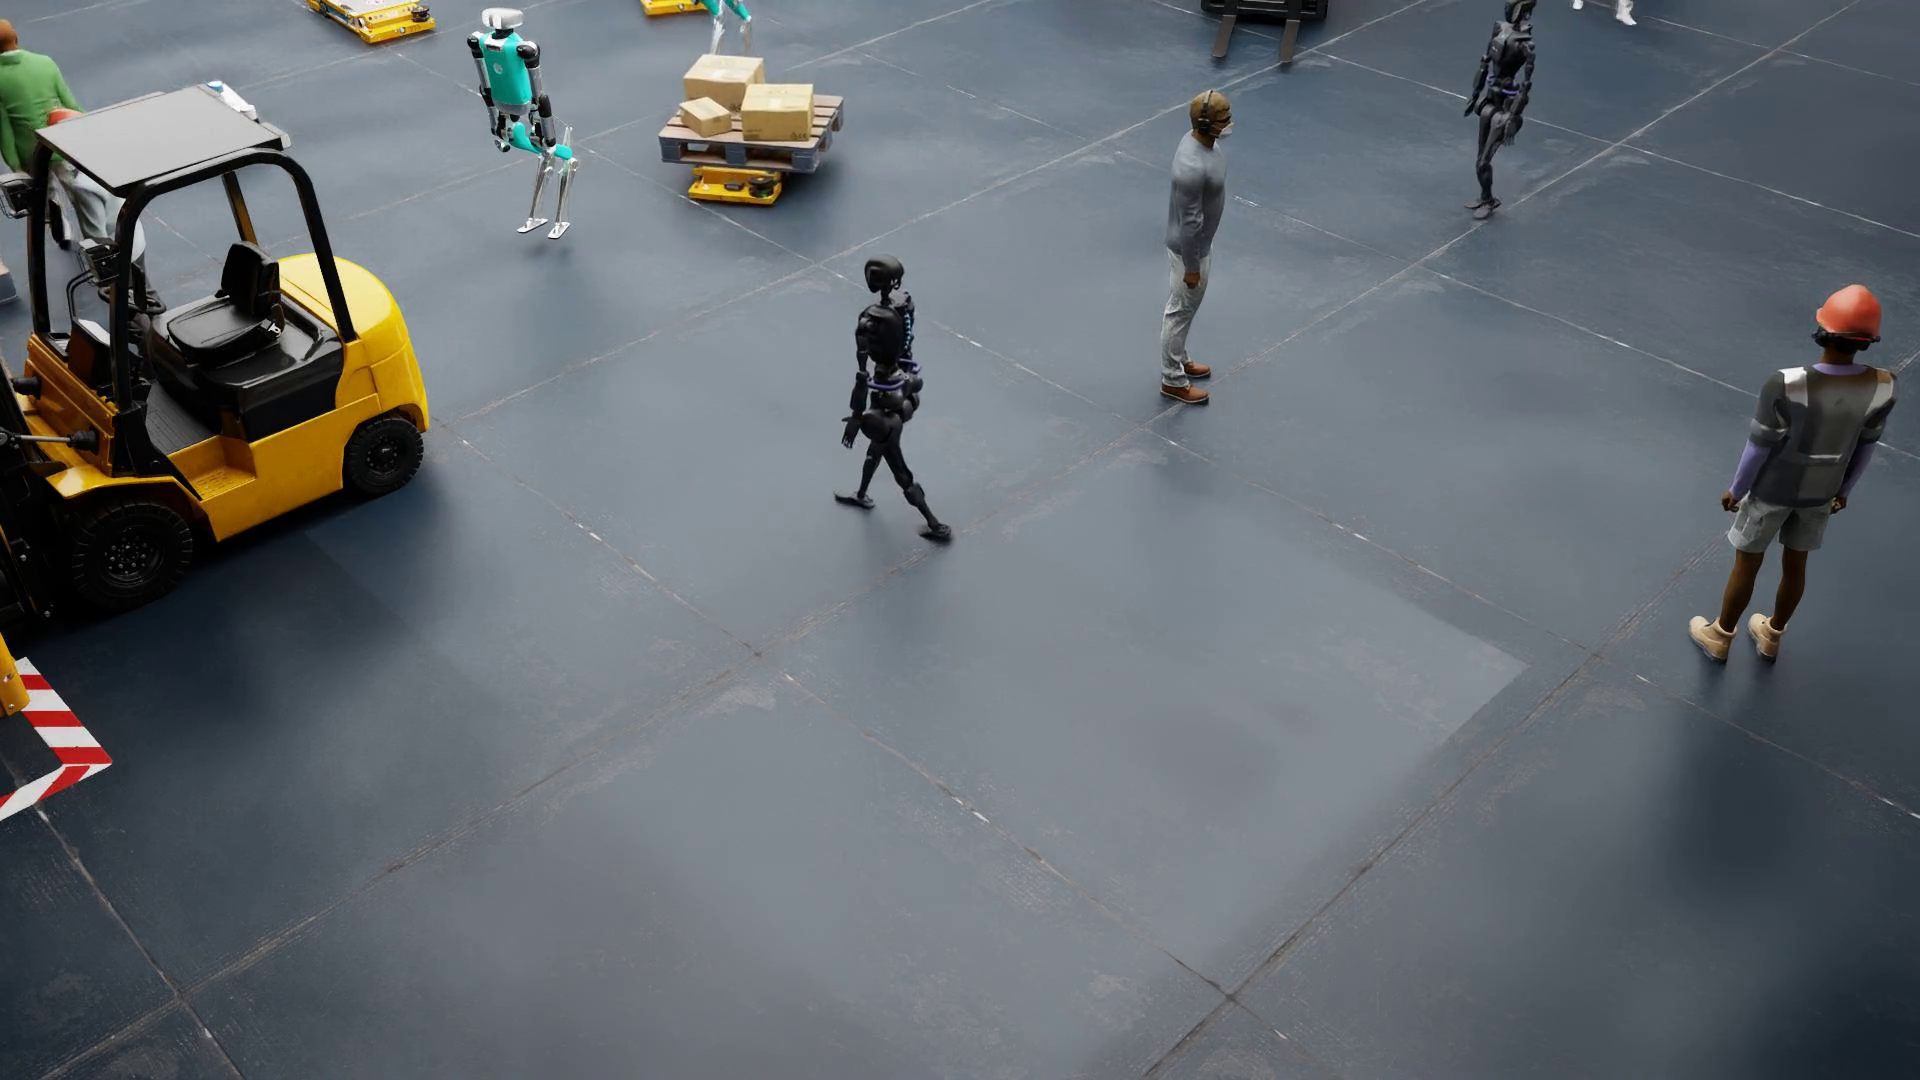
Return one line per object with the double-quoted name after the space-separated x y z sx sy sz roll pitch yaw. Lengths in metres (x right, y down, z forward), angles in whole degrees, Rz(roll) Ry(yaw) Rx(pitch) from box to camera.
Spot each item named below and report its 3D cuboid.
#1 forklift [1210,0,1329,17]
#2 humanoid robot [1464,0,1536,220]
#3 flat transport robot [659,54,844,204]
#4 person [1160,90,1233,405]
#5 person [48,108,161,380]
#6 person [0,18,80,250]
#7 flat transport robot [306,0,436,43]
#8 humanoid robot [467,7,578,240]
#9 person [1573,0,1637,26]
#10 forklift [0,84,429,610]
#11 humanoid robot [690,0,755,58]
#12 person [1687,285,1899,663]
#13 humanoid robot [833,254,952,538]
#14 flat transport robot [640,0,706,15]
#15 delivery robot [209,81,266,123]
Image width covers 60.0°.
3.106 -6.400 15.960 1.214 2.155 2.313 8 37 10 "forklift"
3.901 -3.146 12.032 0.367 1.644 0.602 -12 38 -15 "humanoid robot"
-1.600 -3.025 13.045 0.659 0.231 1.431 6 37 8 "flat transport robot"
1.404 -1.754 9.951 0.372 1.940 0.626 7 37 9 "person"
-5.189 -1.801 10.177 0.352 1.742 0.572 -3 37 -5 "person"
-6.236 -2.667 11.370 0.568 1.736 1.003 -21 42 -26 "person"
-5.606 -5.049 15.756 0.659 0.231 1.431 -27 45 -31 "flat transport robot"
-2.947 -2.951 11.609 0.533 1.677 0.735 15 39 19 "humanoid robot"
6.150 -5.664 15.472 0.529 1.594 0.712 -10 38 -13 "person"
-4.145 -1.093 8.856 2.313 2.155 1.214 -31 47 -34 "forklift"
-2.024 -4.758 14.163 0.531 1.801 0.796 7 37 10 "humanoid robot"
3.940 -0.274 7.884 0.606 2.044 0.368 0 37 -1 "person"
-0.389 -0.755 8.883 0.793 1.632 0.591 17 40 22 "humanoid robot"
-2.895 -5.510 16.372 0.659 0.231 1.431 -12 38 -15 "flat transport robot"
-5.835 -3.328 13.226 0.499 0.611 0.809 -25 43 -30 "delivery robot"
